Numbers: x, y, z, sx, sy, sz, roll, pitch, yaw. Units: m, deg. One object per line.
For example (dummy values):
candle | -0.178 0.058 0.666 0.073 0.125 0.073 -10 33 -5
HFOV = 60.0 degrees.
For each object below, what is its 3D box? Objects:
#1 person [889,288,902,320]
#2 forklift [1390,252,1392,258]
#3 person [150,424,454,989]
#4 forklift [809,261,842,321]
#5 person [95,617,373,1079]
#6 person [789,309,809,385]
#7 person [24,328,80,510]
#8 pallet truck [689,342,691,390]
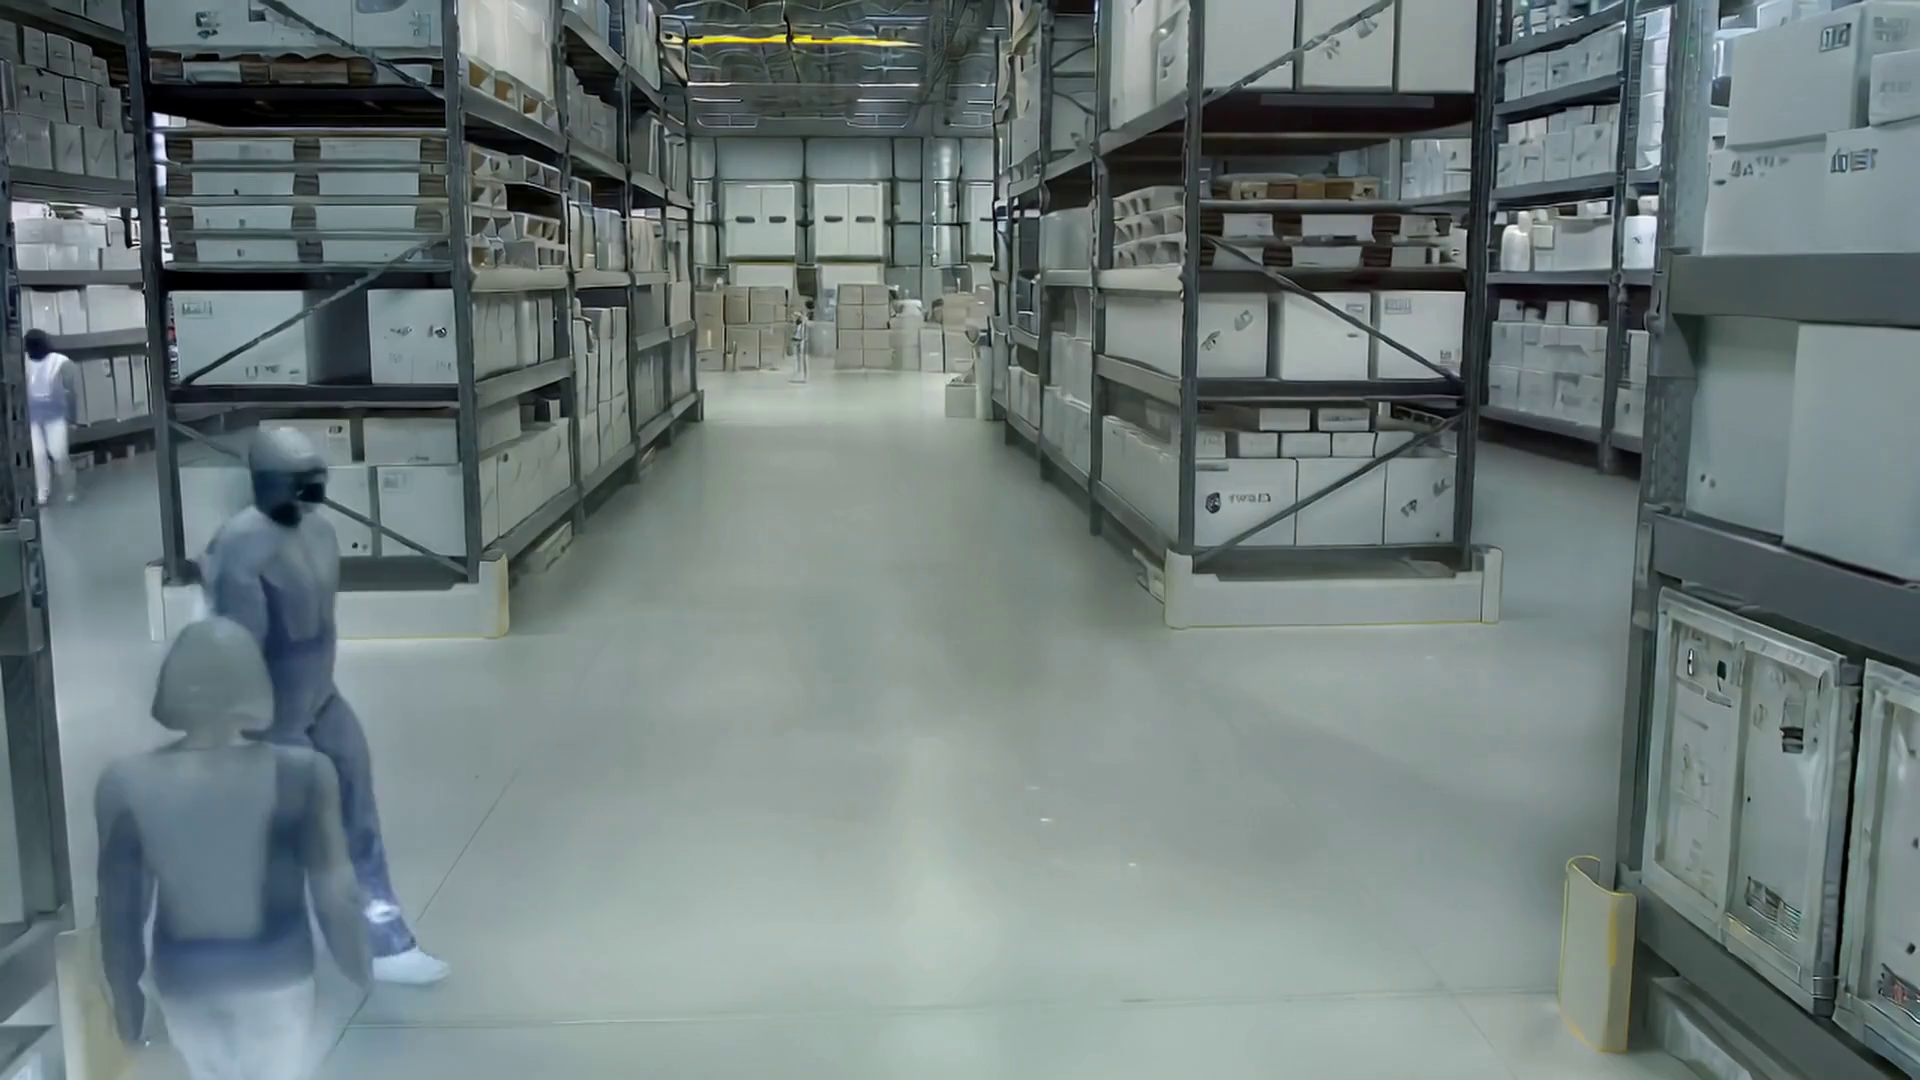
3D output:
person | -2.293 -7.806 57.849 0.632 1.928 0.390 3 10 21
forklift | 8.581 -4.339 33.076 1.129 2.768 1.873 2 9 11
person | -2.250 0.558 5.471 1.053 1.894 0.626 3 9 16
forklift | -4.323 -7.854 55.147 1.873 2.768 1.129 6 11 35
person | -1.590 0.972 3.683 0.505 1.621 0.375 0 9 -2
person | -3.465 -4.174 35.925 0.518 1.640 0.307 8 12 43
person | -9.204 -1.216 16.741 0.646 1.833 0.457 0 9 -1
pallet truck | -5.225 -3.008 27.480 1.885 1.965 0.823 2 9 14
